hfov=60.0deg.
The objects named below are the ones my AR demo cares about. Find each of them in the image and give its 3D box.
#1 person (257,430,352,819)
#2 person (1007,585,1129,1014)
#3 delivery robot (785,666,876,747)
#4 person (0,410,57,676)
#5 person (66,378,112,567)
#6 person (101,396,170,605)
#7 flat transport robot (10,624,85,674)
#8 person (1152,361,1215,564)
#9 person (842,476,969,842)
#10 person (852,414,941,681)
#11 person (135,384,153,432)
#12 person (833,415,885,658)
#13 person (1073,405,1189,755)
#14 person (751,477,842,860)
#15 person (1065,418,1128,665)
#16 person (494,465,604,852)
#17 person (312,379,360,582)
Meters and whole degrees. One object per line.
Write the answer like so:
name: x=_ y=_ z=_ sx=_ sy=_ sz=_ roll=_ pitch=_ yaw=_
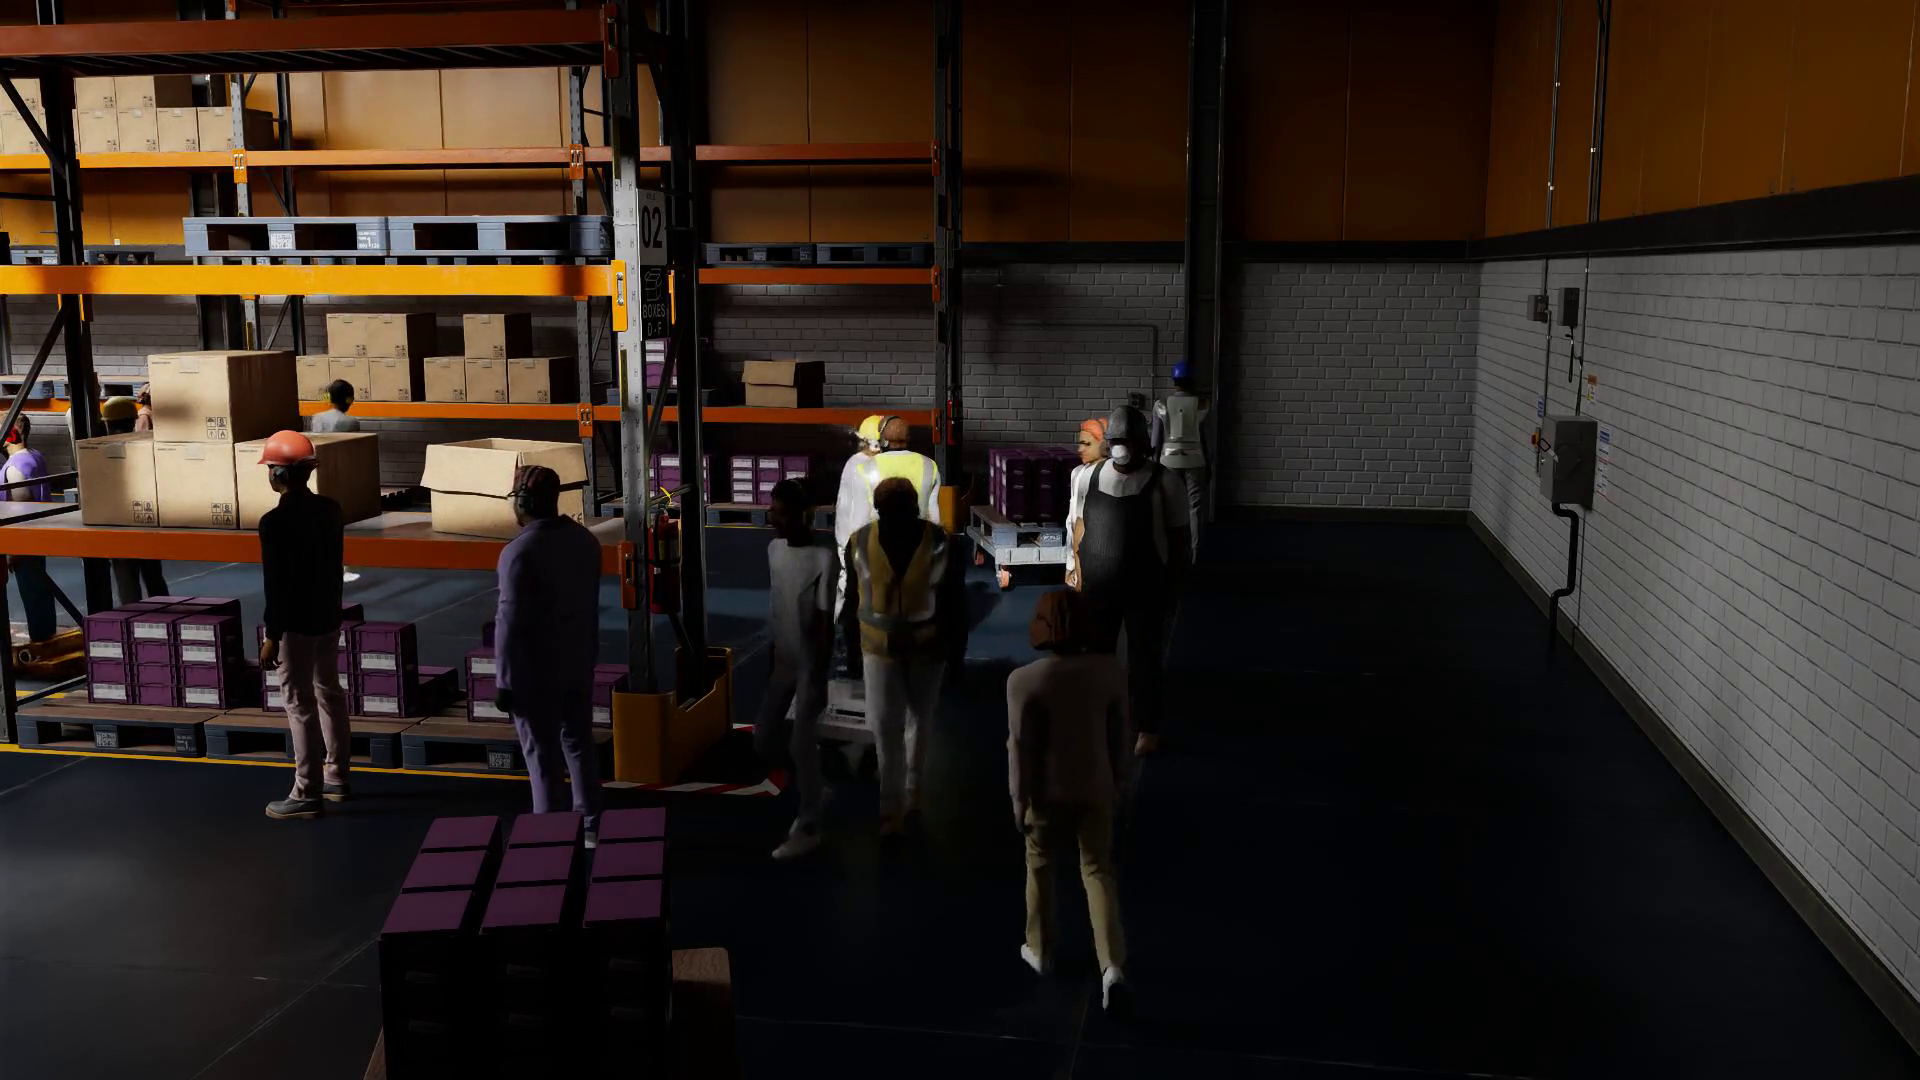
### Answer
person: x=-3.384 y=0.430 z=8.557 sx=0.380 sy=1.994 sz=0.618 roll=2 pitch=9 yaw=11
person: x=0.433 y=0.976 z=6.376 sx=0.504 sy=1.605 sz=0.757 roll=-2 pitch=9 yaw=-10
delivery robot: x=-0.645 y=0.960 z=9.437 sx=0.707 sy=0.478 sz=0.477 roll=4 pitch=10 yaw=25
person: x=-6.489 y=0.016 z=11.585 sx=0.390 sy=1.846 sz=0.564 roll=-3 pitch=10 yaw=-19
person: x=-8.256 y=-0.666 z=15.825 sx=0.340 sy=1.845 sz=0.512 roll=-1 pitch=9 yaw=-5
person: x=-5.881 y=-0.058 z=11.798 sx=0.381 sy=1.924 sz=0.593 roll=4 pitch=10 yaw=22
flat transport robot: x=-6.825 y=0.754 z=11.881 sx=1.431 sy=0.197 sz=0.652 roll=2 pitch=9 yaw=14
person: x=2.136 y=-0.736 z=15.948 sx=0.602 sy=1.946 sz=0.393 roll=1 pitch=9 yaw=8
person: x=-0.276 y=0.579 z=8.302 sx=0.646 sy=1.789 sz=0.911 roll=0 pitch=9 yaw=1
person: x=-0.441 y=0.069 z=11.267 sx=0.630 sy=1.846 sz=0.429 roll=-4 pitch=10 yaw=-21
person: x=-8.427 y=-0.808 z=17.342 sx=0.312 sy=1.639 sz=0.512 roll=-3 pitch=10 yaw=-20
person: x=-0.666 y=-0.010 z=11.988 sx=0.944 sy=1.777 sz=0.591 roll=-3 pitch=10 yaw=-19
person: x=0.944 y=0.232 z=9.644 sx=0.673 sy=2.000 sz=0.536 roll=4 pitch=10 yaw=26
person: x=-0.766 y=0.612 z=7.878 sx=0.544 sy=1.846 sz=0.412 roll=9 pitch=13 yaw=43
person: x=0.880 y=0.166 z=10.539 sx=0.337 sy=1.882 sz=0.584 roll=-7 pitch=12 yaw=-37
person: x=-1.957 y=0.592 z=7.854 sx=0.398 sy=1.901 sz=0.646 roll=4 pitch=10 yaw=25
person: x=-5.590 y=-0.509 z=14.836 sx=0.581 sy=1.845 sz=0.526 roll=3 pitch=10 yaw=20
